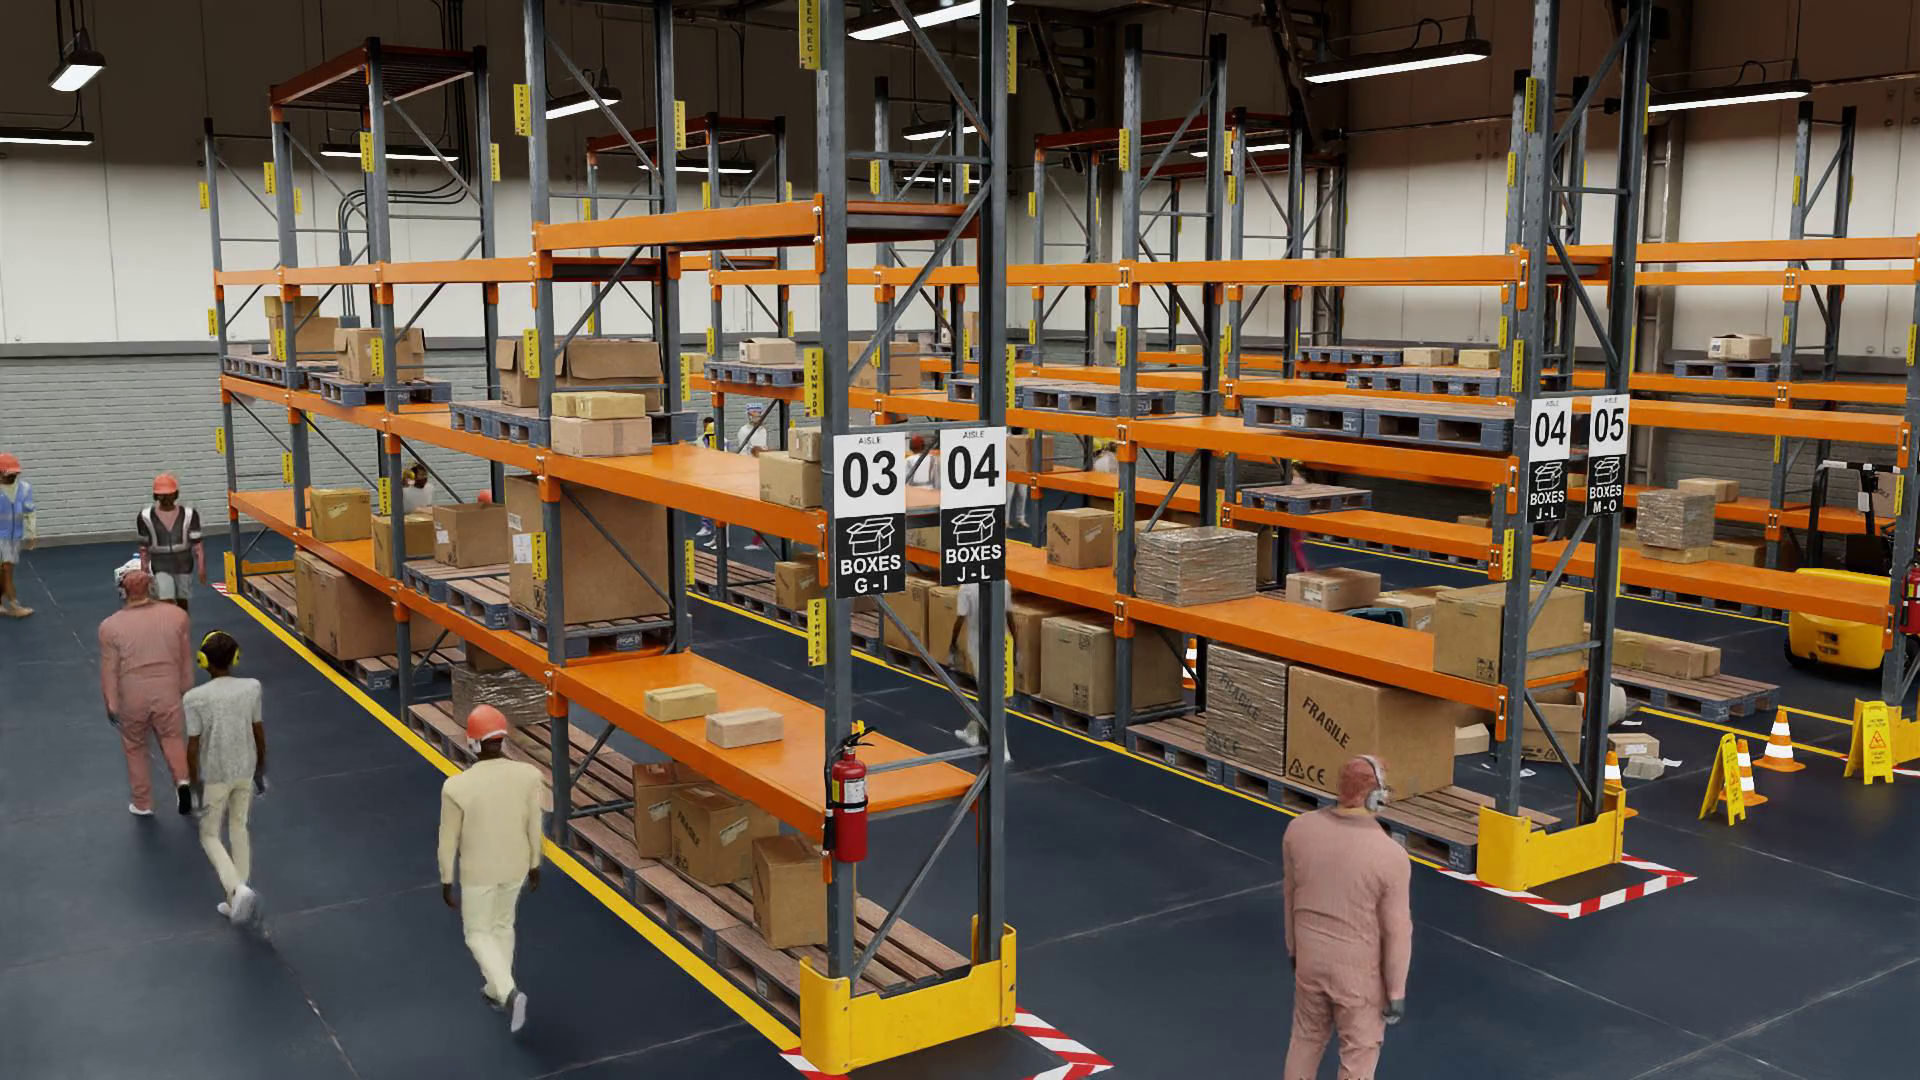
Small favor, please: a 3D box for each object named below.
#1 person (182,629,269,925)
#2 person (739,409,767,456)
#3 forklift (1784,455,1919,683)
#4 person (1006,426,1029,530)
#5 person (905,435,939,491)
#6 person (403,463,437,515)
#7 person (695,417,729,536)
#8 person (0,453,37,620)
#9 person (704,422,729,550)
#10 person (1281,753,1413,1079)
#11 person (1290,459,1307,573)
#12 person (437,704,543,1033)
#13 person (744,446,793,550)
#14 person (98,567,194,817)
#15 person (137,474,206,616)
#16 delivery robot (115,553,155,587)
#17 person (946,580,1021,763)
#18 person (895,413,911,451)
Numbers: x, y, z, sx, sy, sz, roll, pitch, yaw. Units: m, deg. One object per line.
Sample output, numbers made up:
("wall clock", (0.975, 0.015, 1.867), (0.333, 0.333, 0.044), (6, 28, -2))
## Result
("person", (-4.470, 1.467, 10.217), (0.551, 1.856, 0.516), (8, 12, 43))
("person", (-3.478, -1.278, 28.391), (0.395, 1.902, 0.690), (5, 10, 31))
("forklift", (9.643, 0.253, 17.172), (2.313, 2.155, 1.214), (-6, 10, -33))
("person", (0.903, -1.086, 27.310), (0.644, 1.834, 0.430), (-5, 10, -28))
("person", (-0.594, -0.598, 24.047), (0.587, 1.839, 0.954), (-2, 9, -12))
("person", (-6.665, -0.054, 20.531), (0.564, 1.808, 0.825), (-8, 11, -42))
("person", (-3.949, -1.010, 26.499), (0.596, 1.915, 0.372), (3, 9, 18))
("person", (-11.408, -0.049, 19.914), (0.916, 1.987, 0.634), (5, 10, 29))
("person", (-3.693, -0.821, 25.207), (0.367, 1.927, 0.590), (-4, 9, -25))
("person", (1.712, 1.875, 7.386), (0.406, 1.894, 0.656), (-8, 12, -42))
("person", (4.492, -0.260, 22.144), (0.448, 1.721, 0.621), (4, 9, 23))
("person", (-2.467, 1.736, 8.839), (0.569, 1.730, 0.703), (-7, 11, -39))
("person", (-2.875, -0.622, 24.948), (0.772, 1.595, 0.529), (1, 9, 6))
("person", (-5.973, 1.141, 12.266), (0.662, 1.888, 0.637), (-8, 11, -41))
("person", (-8.354, 0.282, 17.647), (0.621, 1.999, 1.025), (-5, 10, -28))
("delivery robot", (-10.480, 0.413, 21.225), (0.477, 0.478, 0.707), (0, 8, -3))
("person", (0.203, 0.923, 13.959), (0.572, 1.824, 0.983), (-5, 10, -30))
("person", (-1.099, -1.661, 31.767), (0.280, 1.633, 0.498), (5, 10, 29))
